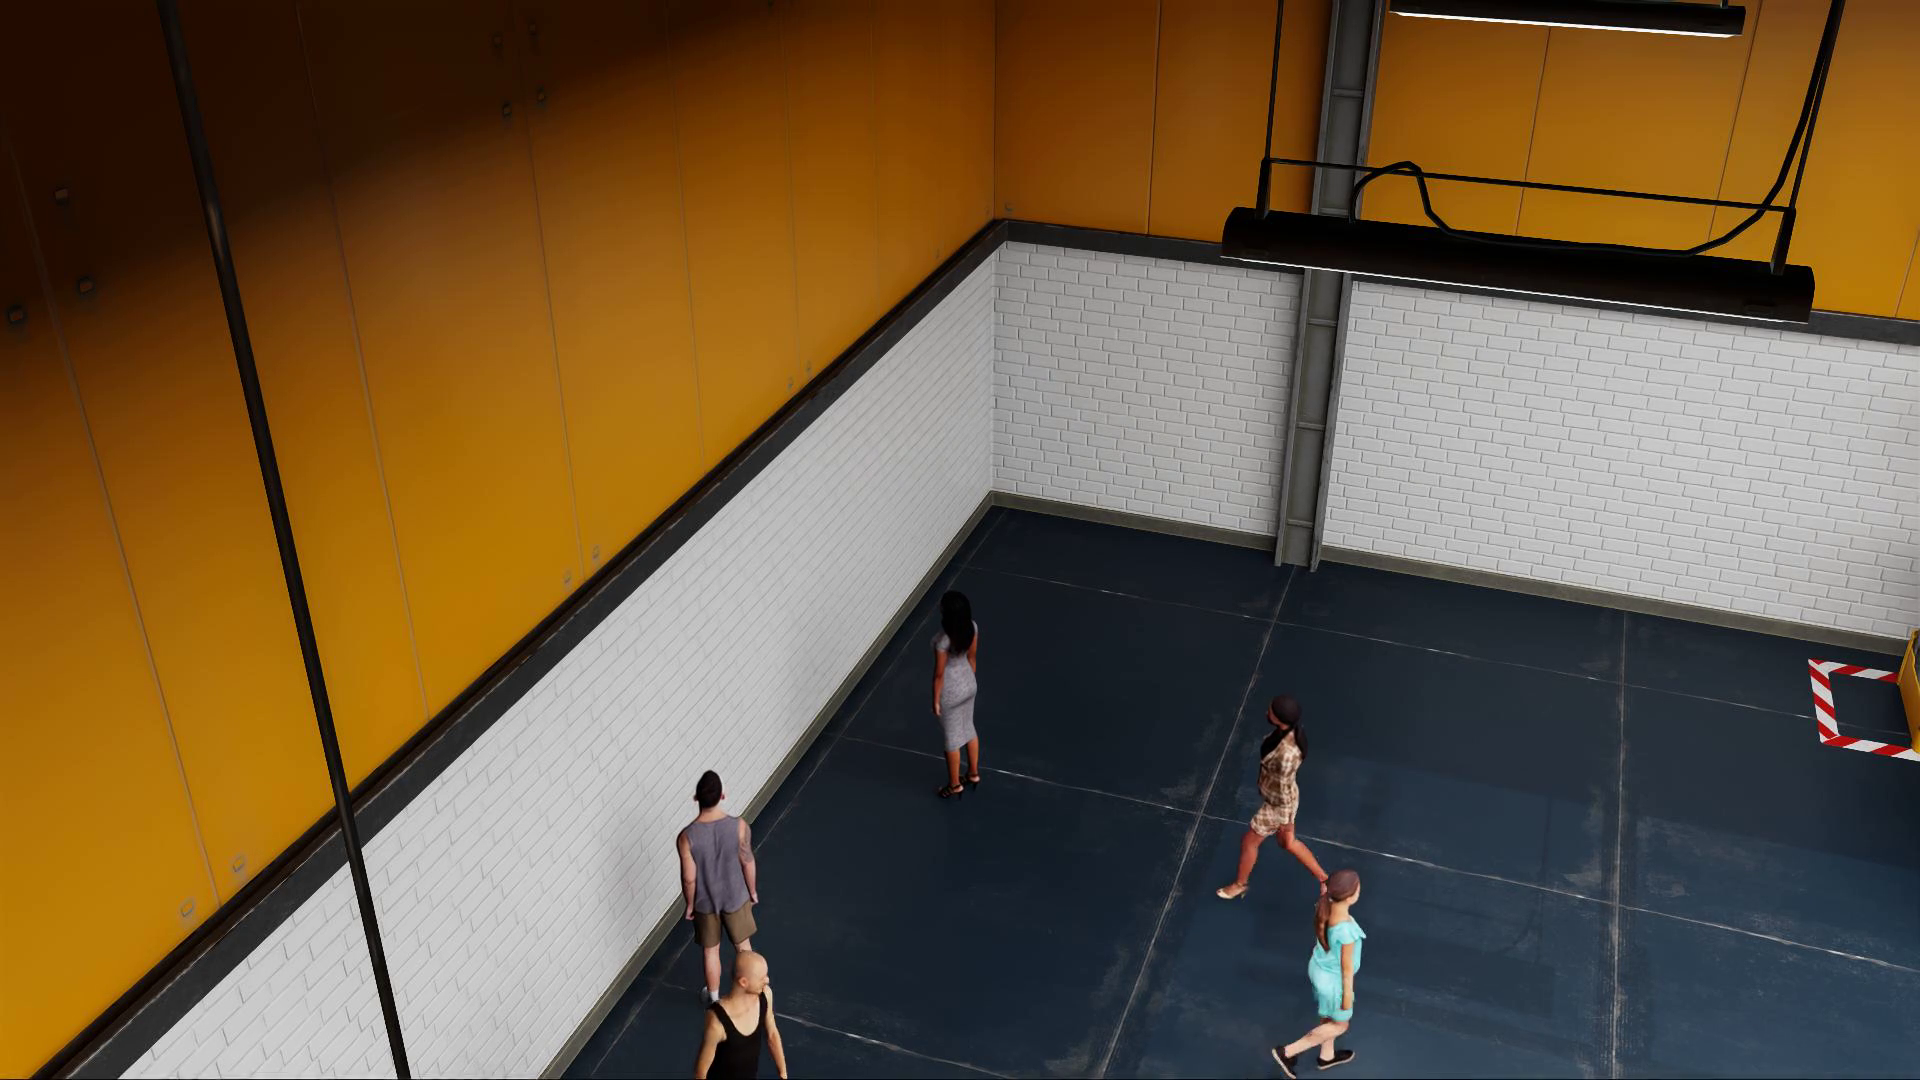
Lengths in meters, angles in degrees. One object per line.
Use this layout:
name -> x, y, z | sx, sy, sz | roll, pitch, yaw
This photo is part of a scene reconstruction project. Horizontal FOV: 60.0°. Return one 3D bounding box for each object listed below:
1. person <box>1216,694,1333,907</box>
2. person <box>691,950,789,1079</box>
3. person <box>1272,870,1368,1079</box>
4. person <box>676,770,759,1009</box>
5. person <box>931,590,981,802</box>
person -> 2.258, 1.830, 11.313 | 1.098, 1.758, 0.672 | 8, 30, 14
person -> -1.320, 2.988, 9.176 | 0.736, 1.772, 0.737 | 22, 36, 35
person -> 2.190, 2.648, 10.030 | 0.933, 1.550, 0.823 | -8, 30, -14
person -> -1.524, 2.246, 10.530 | 0.685, 1.844, 0.787 | -9, 30, -15
person -> -0.018, 1.166, 12.509 | 0.672, 1.778, 0.663 | 25, 37, 38
